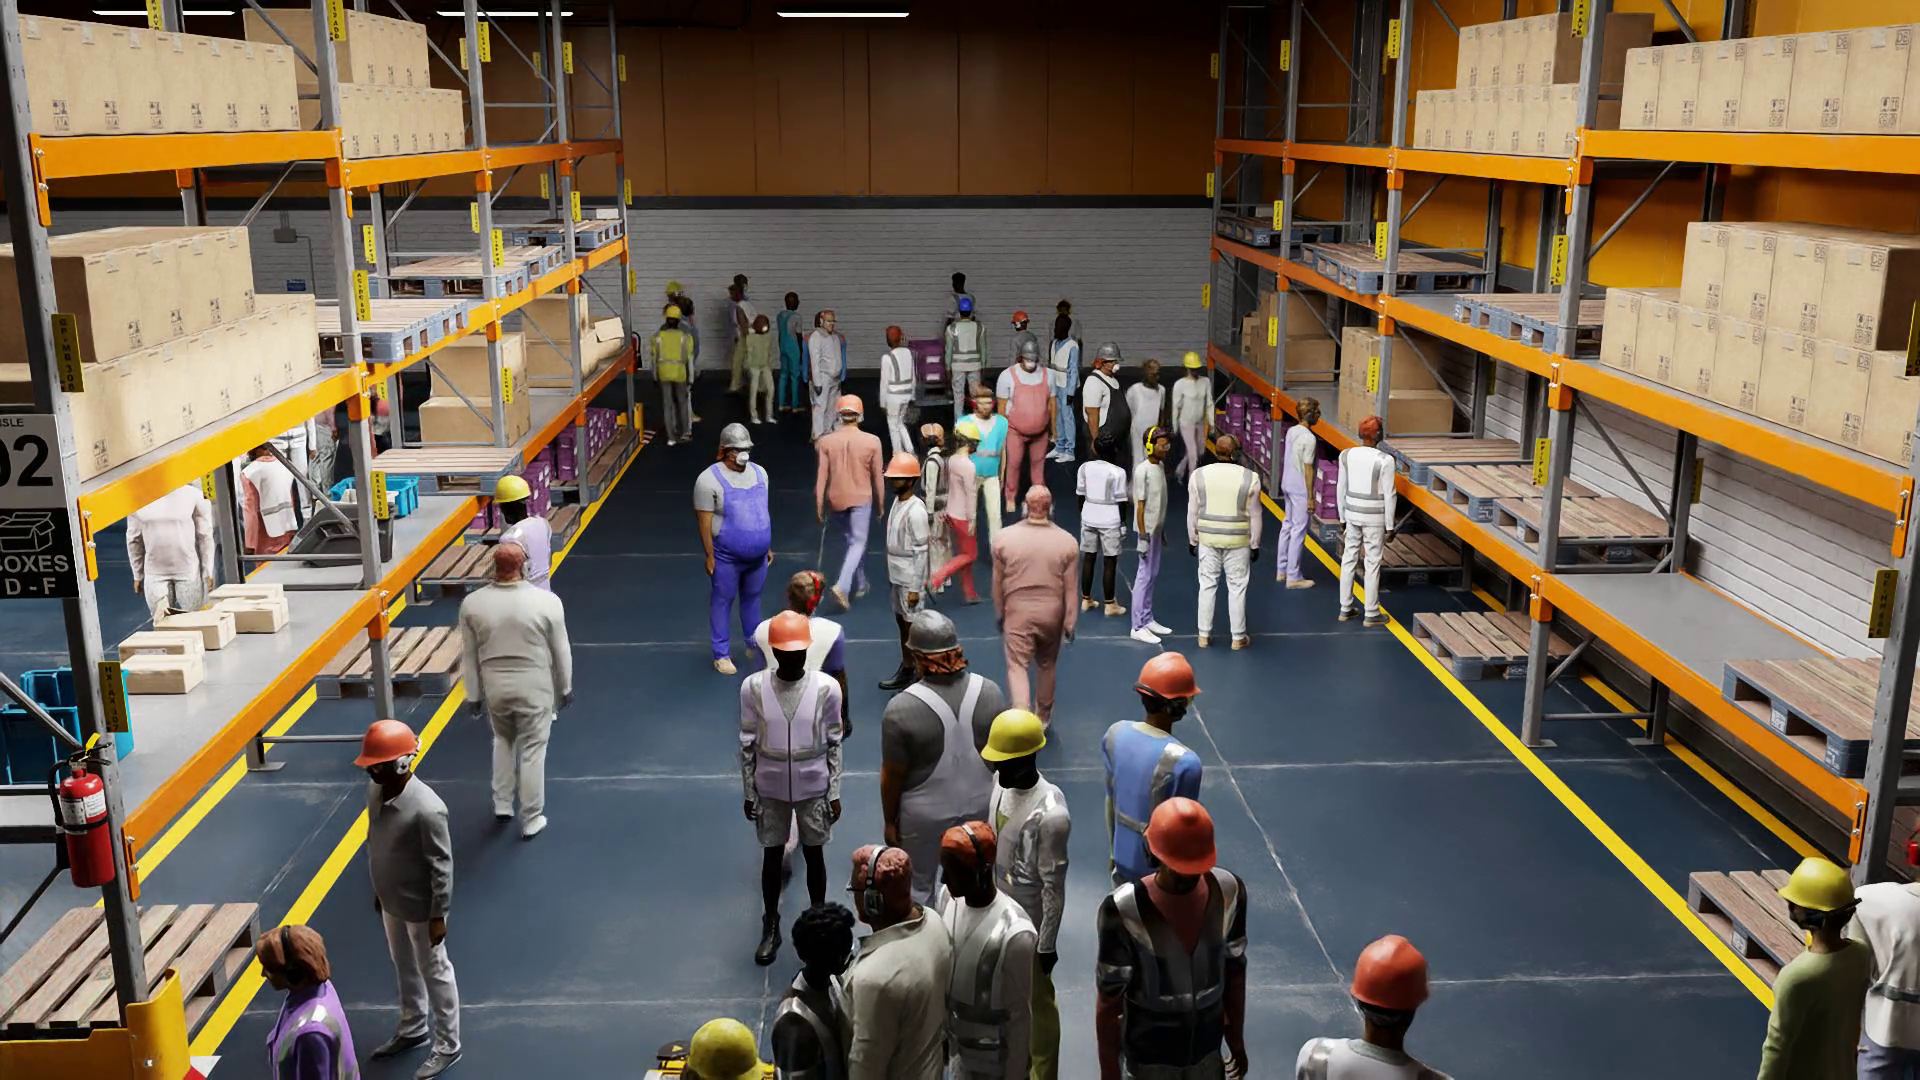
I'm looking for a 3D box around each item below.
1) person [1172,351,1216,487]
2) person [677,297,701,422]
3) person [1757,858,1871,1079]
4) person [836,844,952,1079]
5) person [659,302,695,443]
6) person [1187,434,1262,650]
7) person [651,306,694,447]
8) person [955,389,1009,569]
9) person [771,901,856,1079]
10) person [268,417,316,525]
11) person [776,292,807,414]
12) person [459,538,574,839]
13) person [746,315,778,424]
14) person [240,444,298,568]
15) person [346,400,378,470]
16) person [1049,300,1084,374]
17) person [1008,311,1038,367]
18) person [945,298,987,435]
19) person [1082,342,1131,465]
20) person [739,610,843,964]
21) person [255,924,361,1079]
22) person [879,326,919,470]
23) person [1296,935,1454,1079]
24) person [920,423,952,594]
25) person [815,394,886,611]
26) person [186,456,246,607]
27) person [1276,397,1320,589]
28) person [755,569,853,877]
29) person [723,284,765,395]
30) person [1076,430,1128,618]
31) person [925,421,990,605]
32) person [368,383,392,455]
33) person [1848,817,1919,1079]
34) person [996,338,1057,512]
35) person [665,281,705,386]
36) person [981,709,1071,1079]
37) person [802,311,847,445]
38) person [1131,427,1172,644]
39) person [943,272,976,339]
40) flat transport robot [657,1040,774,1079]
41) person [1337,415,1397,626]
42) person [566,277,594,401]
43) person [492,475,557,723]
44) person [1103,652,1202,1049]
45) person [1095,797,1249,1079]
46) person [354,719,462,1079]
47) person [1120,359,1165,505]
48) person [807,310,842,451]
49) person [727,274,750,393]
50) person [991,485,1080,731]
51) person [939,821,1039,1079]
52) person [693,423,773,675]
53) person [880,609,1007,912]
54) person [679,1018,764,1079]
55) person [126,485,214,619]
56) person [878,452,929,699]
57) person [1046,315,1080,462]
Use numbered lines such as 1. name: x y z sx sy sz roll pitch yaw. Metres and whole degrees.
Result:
1. person: 2.749 -1.400 19.807 0.543 1.733 0.735 -8 16 -28
2. person: -4.058 -2.668 24.593 0.429 1.839 0.633 -6 15 -22
3. person: 3.180 2.037 6.287 0.525 1.760 0.340 -9 17 -31
4. person: -0.263 2.016 6.106 0.400 1.896 0.653 5 15 18
5. person: -3.938 -2.315 23.009 0.638 1.938 0.357 11 18 37
6. person: 2.237 0.015 14.064 0.627 1.839 0.429 5 15 19
7. person: -3.940 -2.262 22.896 0.601 1.888 0.855 -1 14 -4
8. person: 0.234 -0.593 16.526 0.588 1.800 0.943 -3 15 -13
9. person: -0.525 2.115 6.120 0.320 1.692 0.537 4 15 15
10. person: -7.304 -1.029 18.089 0.580 1.879 0.345 -7 16 -26
11. person: -2.575 -2.849 25.322 0.502 1.837 0.341 11 18 37
12. person: -2.745 0.922 10.401 0.641 1.891 0.510 1 14 4
13. person: -2.893 -2.481 24.306 0.515 1.612 0.572 -12 18 -38
14. person: -5.863 -0.048 14.178 0.405 1.909 0.597 4 15 14
15. person: -7.564 -1.868 21.171 0.617 1.986 0.408 3 15 13
16. person: 1.556 -2.647 24.575 0.506 1.827 0.968 -2 14 -9
17. person: 0.865 -2.397 23.731 0.354 1.738 0.574 11 18 36
18. person: 0.082 -2.436 23.464 0.603 1.949 0.389 -2 14 -9
19. person: 1.624 -1.189 18.388 0.535 2.000 0.681 6 15 22
20. person: -0.887 1.304 8.798 0.546 1.942 0.348 -1 14 -2
21. person: -2.335 2.156 6.079 0.313 1.631 0.525 -6 16 -23
22. person: -0.809 -1.781 21.047 0.407 1.870 0.617 11 18 38
23. person: 1.333 2.185 5.360 0.544 1.930 0.388 9 17 33
24. person: -0.223 -0.300 15.718 0.313 1.634 0.514 3 15 12
25. person: -1.019 -0.345 15.285 0.640 1.948 0.933 3 15 12
26. person: -6.434 -0.098 14.378 0.386 1.904 0.603 9 17 32
27. person: 3.256 -0.451 15.904 0.345 1.838 0.507 -3 15 -12
28. person: -0.978 1.075 9.988 0.556 1.805 0.906 5 15 19
29. person: -3.501 -3.233 26.887 0.616 1.808 0.565 3 15 12
30. person: 1.288 -0.152 14.999 0.538 1.695 0.320 12 19 40
31. person: -0.033 -0.215 15.184 0.611 1.728 0.545 -5 15 -20
32. person: -7.168 -1.596 20.683 0.365 1.689 0.541 5 15 21
33. person: 3.714 1.949 6.476 0.562 1.838 0.388 7 16 25
34. person: 0.771 -1.310 18.861 0.698 2.000 0.537 -4 15 -14
35. person: -4.568 -3.361 27.376 0.535 1.810 0.602 -9 17 -32
36. person: 0.273 1.660 7.454 0.394 1.918 0.585 -6 16 -24
37. person: -1.866 -2.220 22.861 0.623 1.835 0.431 -4 15 -16
38. person: 1.658 -0.058 14.285 0.318 1.870 0.531 7 16 24
39. person: -0.005 -3.417 27.297 0.390 1.963 0.621 11 18 37
40. flat transport robot: -1.121 2.595 7.059 0.652 0.197 1.431 1 14 5
41. person: 3.598 -0.173 14.712 0.355 1.884 0.575 -14 20 -43
42. person: -6.033 -3.151 26.180 0.397 1.992 0.622 8 17 30
43. person: -3.170 0.471 12.100 0.369 1.925 0.586 3 15 12
44. person: 0.927 1.509 7.817 0.415 2.035 0.609 -10 17 -34
45. person: 0.811 1.906 6.271 0.618 2.028 0.409 -5 15 -19
46. person: -2.588 1.665 7.756 0.564 1.751 0.342 12 18 39
47. person: 2.035 -1.175 18.786 0.549 1.816 0.712 -7 16 -25
48. person: -1.782 -2.149 22.432 0.402 1.904 0.639 6 16 23
49. person: -3.596 -3.375 27.176 0.371 1.939 0.627 2 14 7
50. person: 0.539 0.552 11.886 0.635 1.875 0.812 0 14 -1
51. person: 0.074 1.954 6.382 0.373 1.877 0.595 -9 17 -31
52. person: -1.771 0.060 13.485 0.682 2.000 0.537 -13 19 -41
53. person: -0.119 1.324 8.522 0.683 2.000 0.536 -7 16 -26
54. person: -0.733 2.304 5.283 0.320 1.737 0.485 12 19 40
55. person: -6.111 0.254 12.926 0.630 1.940 0.373 -4 15 -14
56. person: -0.429 0.276 12.831 0.343 1.942 0.552 -5 15 -20
57. person: 1.356 -1.987 21.760 0.392 1.922 0.591 -7 16 -25
